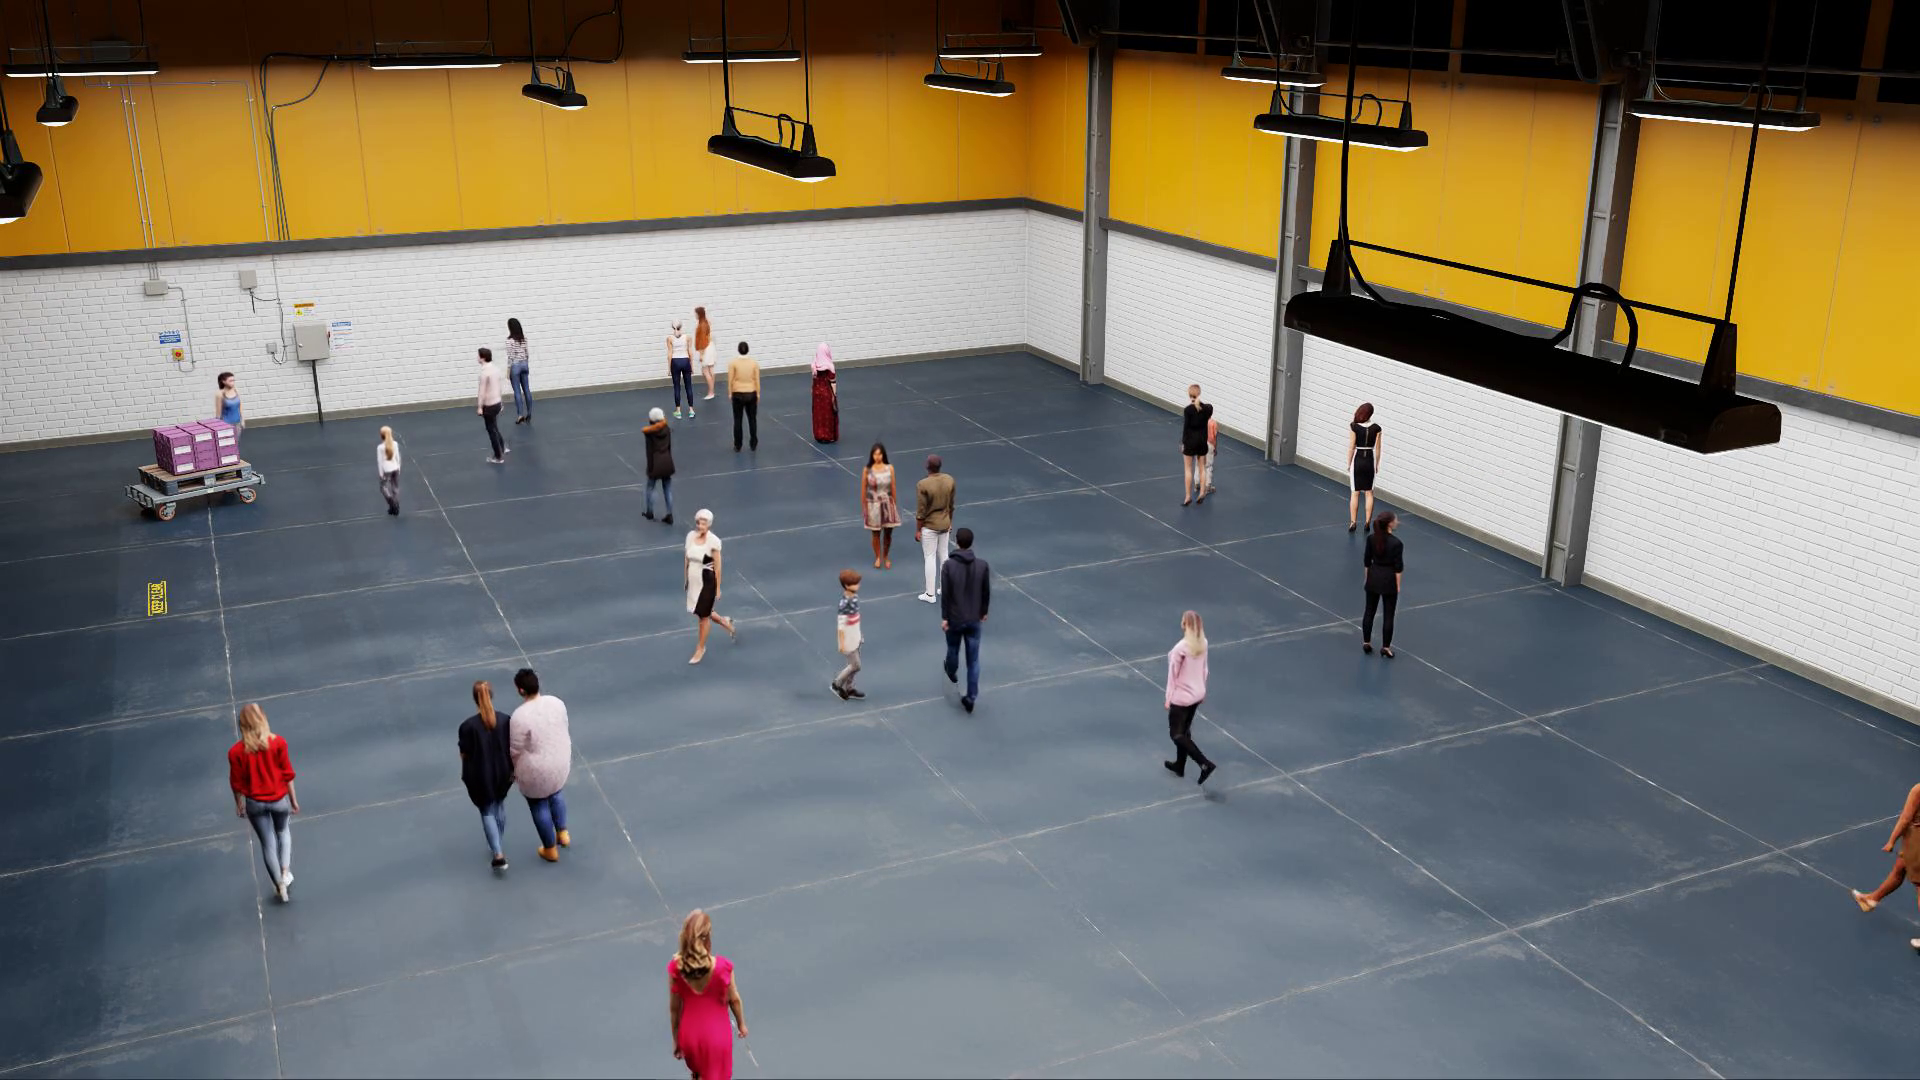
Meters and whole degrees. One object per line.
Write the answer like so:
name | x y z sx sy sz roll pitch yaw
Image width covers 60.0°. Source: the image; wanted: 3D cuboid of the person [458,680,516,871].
person | -3.880 1.989 13.809 0.633 1.659 0.824 -10 21 -28

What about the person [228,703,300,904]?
person | -5.539 2.139 13.310 0.636 1.694 0.614 -9 21 -26

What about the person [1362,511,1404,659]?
person | 4.627 0.488 18.267 0.606 1.660 0.731 16 24 39

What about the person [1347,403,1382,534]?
person | 5.425 -0.969 22.382 0.648 1.795 0.659 2 19 7

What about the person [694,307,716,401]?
person | -4.526 -3.381 29.728 0.898 1.676 0.678 3 19 9

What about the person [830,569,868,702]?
person | -1.196 0.975 17.177 0.716 1.432 0.654 4 19 11

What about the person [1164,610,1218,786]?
person | 2.137 1.476 15.313 0.753 1.673 0.987 -15 24 -38

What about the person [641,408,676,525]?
person | -4.062 -0.996 22.745 0.755 1.614 0.902 -15 24 -37

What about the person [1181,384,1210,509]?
person | 3.312 -1.340 23.525 0.570 1.767 0.509 -8 20 -23

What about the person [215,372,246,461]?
person | -11.024 -1.744 25.024 1.124 1.577 0.976 11 22 30

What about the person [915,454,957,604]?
person | -0.292 -0.152 19.906 0.757 1.825 0.645 -13 22 -33

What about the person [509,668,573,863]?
person | -3.467 1.901 13.971 0.804 1.723 0.792 -17 25 -40

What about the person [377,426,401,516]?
person | -7.912 -0.952 23.152 0.574 1.270 0.656 -17 25 -40

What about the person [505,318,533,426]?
person | -7.411 -2.841 27.936 0.642 1.796 0.658 14 23 36

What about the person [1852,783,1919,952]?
person | 7.378 2.389 12.636 0.571 1.651 1.005 -9 20 -24

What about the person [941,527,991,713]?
person | 0.065 0.858 16.907 0.893 1.827 1.254 -4 19 -12

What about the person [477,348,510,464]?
person | -7.151 -2.062 25.623 0.812 1.797 0.735 4 19 11

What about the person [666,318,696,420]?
person | -4.766 -2.939 28.376 0.629 1.702 0.573 -6 19 -17

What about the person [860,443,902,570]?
person | -1.024 -0.457 21.113 0.752 1.633 0.758 -2 19 -5

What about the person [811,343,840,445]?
person | -2.199 -2.373 26.802 0.715 1.635 0.823 12 22 31

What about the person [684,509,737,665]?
person | -2.754 0.476 18.193 1.017 1.729 0.998 12 22 33

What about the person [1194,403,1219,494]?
person | 3.586 -1.348 24.276 0.540 1.304 0.622 12 22 31

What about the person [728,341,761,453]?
person | -3.423 -2.279 26.332 0.679 1.756 0.613 -6 20 -17

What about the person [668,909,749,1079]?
person | -1.602 3.145 10.305 0.849 1.705 0.955 4 19 11
